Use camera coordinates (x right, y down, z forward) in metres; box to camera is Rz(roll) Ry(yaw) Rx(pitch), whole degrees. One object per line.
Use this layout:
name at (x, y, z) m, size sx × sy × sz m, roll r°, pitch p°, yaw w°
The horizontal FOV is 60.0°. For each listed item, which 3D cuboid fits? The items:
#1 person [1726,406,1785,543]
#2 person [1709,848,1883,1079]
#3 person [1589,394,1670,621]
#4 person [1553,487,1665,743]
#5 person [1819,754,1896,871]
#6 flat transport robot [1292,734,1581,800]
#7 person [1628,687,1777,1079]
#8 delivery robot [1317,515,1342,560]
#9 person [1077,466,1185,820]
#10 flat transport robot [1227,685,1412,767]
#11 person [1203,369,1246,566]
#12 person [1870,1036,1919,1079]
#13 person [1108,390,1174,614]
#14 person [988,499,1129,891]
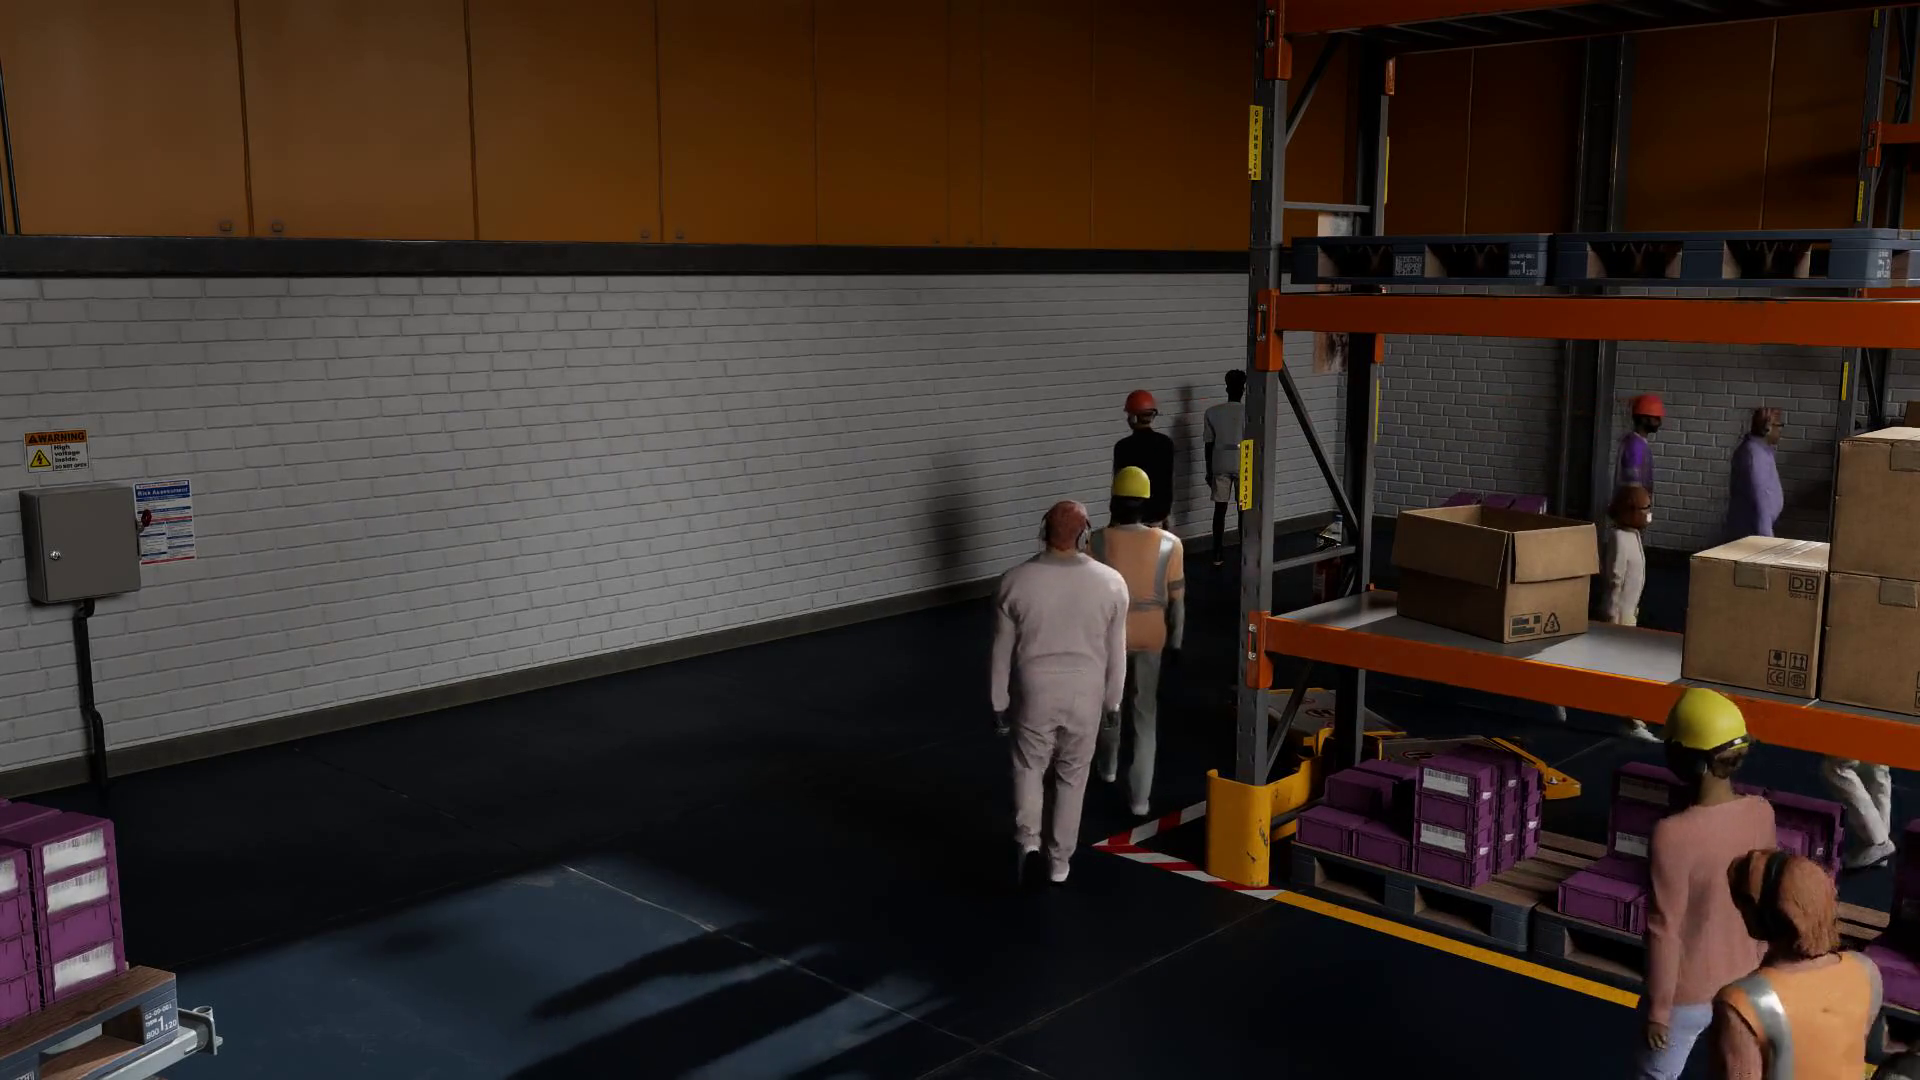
person at (6.191, -0.093, 12.960) m, size 0.467 × 1.891 × 0.663 m, roll 4°, pitch 10°, yaw 25°
person at (1.948, 1.511, 4.017) m, size 0.526 × 1.589 × 0.870 m, roll -3°, pitch 10°, yaw -16°
person at (5.617, -0.262, 13.894) m, size 0.495 × 1.917 × 0.558 m, roll 4°, pitch 10°, yaw 24°
person at (4.112, 0.447, 10.494) m, size 0.700 × 1.609 × 0.506 m, roll 5°, pitch 11°, yaw 29°
person at (4.416, 0.827, 8.106) m, size 0.376 × 1.627 × 0.527 m, roll 5°, pitch 11°, yaw 29°
flat transport robot at (2.670, 1.299, 9.361) m, size 1.431 × 0.197 × 0.652 m, roll -2°, pitch 9°, yaw -11°
person at (2.214, 1.305, 4.816) m, size 0.535 × 1.748 × 0.727 m, roll -5°, pitch 10°, yaw -27°
delivery robot at (3.692, 0.000, 16.170) m, size 0.477 × 0.478 × 0.707 m, roll 3°, pitch 10°, yaw 21°
person at (0.936, 0.528, 9.175) m, size 0.604 × 1.873 × 0.925 m, roll 0°, pitch 9°, yaw 0°
flat transport robot at (2.208, 1.144, 10.312) m, size 0.652 × 0.197 × 1.431 m, roll -2°, pitch 9°, yaw -11°
person at (2.717, -0.713, 16.512) m, size 0.606 × 1.966 × 0.367 m, roll 4°, pitch 10°, yaw 22°
person at (1.822, 1.537, 3.212) m, size 0.514 × 1.817 × 0.880 m, roll -8°, pitch 12°, yaw -39°
person at (1.442, -0.206, 13.315) m, size 0.624 × 1.993 × 0.389 m, roll -7°, pitch 12°, yaw -38°
person at (0.461, 0.750, 7.802) m, size 0.656 × 1.882 × 0.584 m, roll 0°, pitch 9°, yaw 0°
